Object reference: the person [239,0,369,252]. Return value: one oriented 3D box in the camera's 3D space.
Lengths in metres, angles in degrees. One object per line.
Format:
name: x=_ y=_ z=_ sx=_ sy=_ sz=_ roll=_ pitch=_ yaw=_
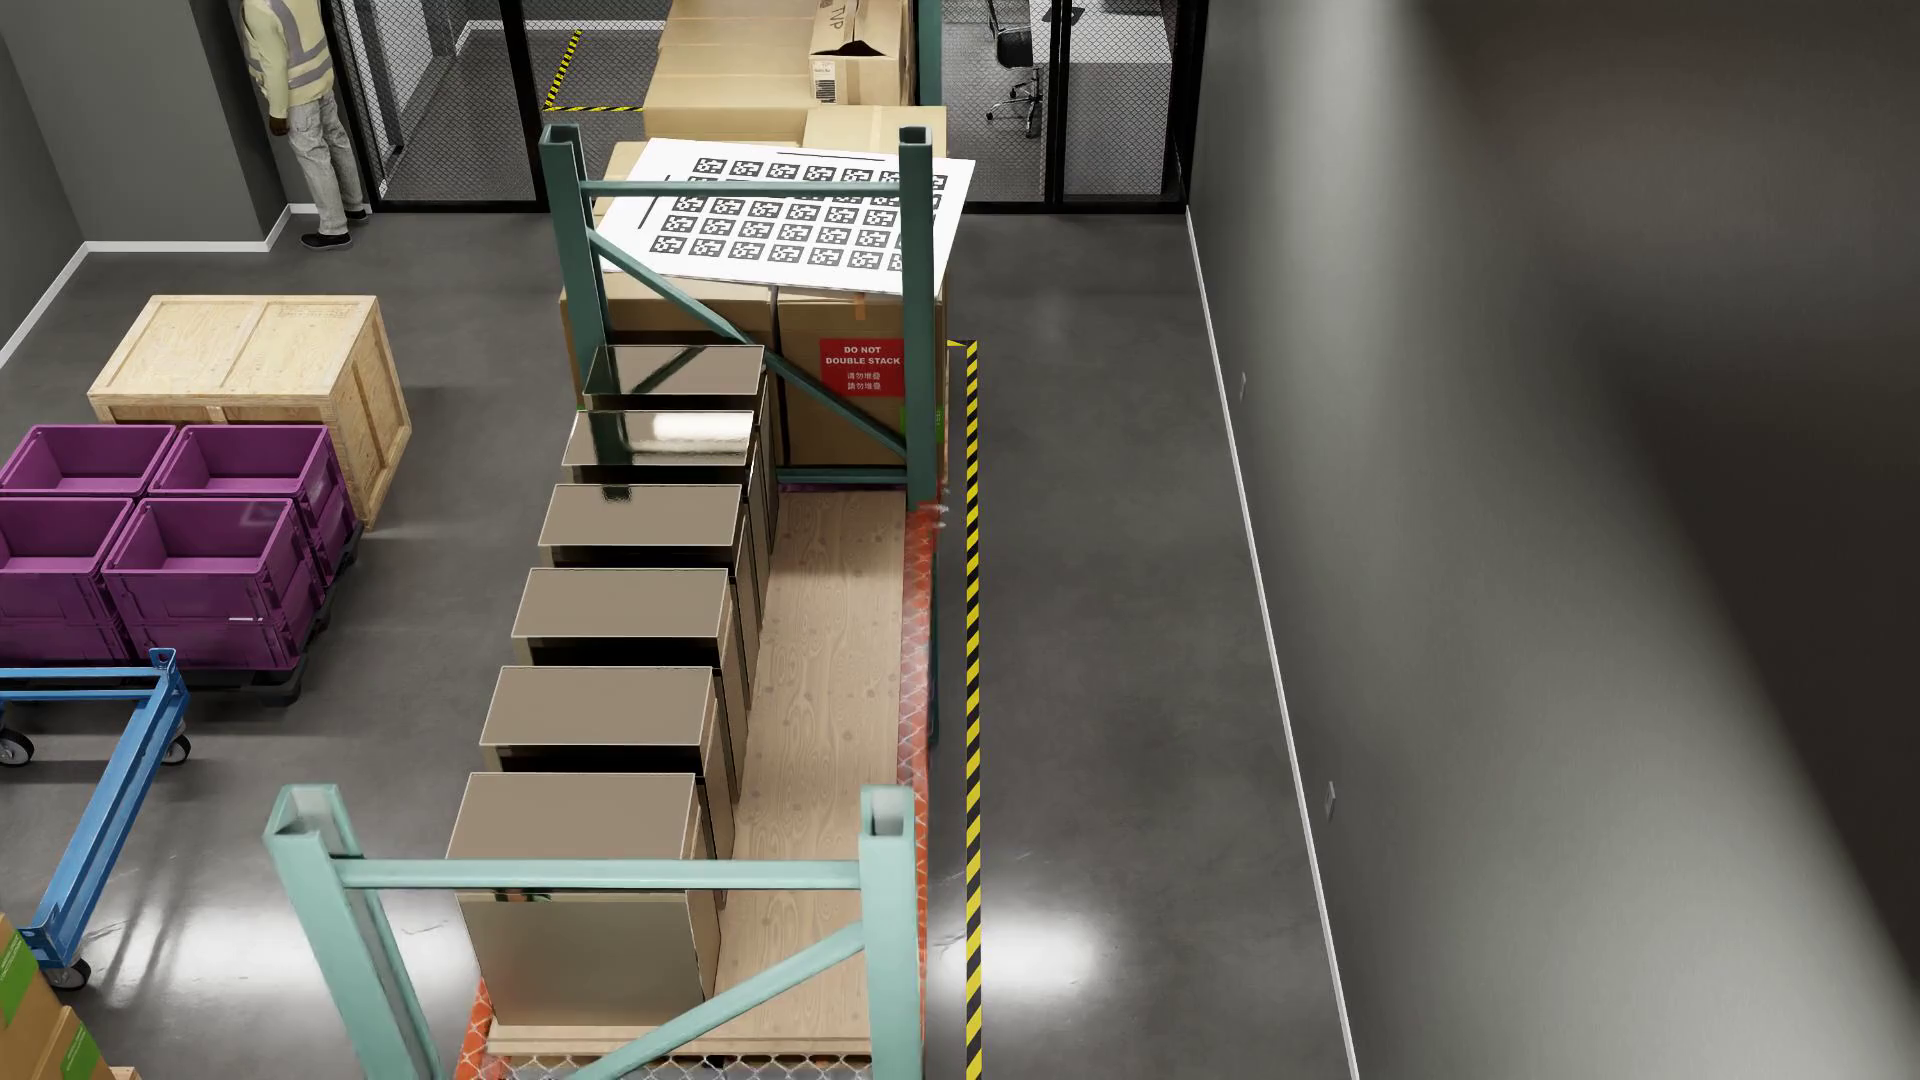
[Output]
person: x=-3.477 y=-2.387 z=8.693 sx=0.403 sy=1.834 sz=0.589 roll=5 pitch=41 yaw=6
